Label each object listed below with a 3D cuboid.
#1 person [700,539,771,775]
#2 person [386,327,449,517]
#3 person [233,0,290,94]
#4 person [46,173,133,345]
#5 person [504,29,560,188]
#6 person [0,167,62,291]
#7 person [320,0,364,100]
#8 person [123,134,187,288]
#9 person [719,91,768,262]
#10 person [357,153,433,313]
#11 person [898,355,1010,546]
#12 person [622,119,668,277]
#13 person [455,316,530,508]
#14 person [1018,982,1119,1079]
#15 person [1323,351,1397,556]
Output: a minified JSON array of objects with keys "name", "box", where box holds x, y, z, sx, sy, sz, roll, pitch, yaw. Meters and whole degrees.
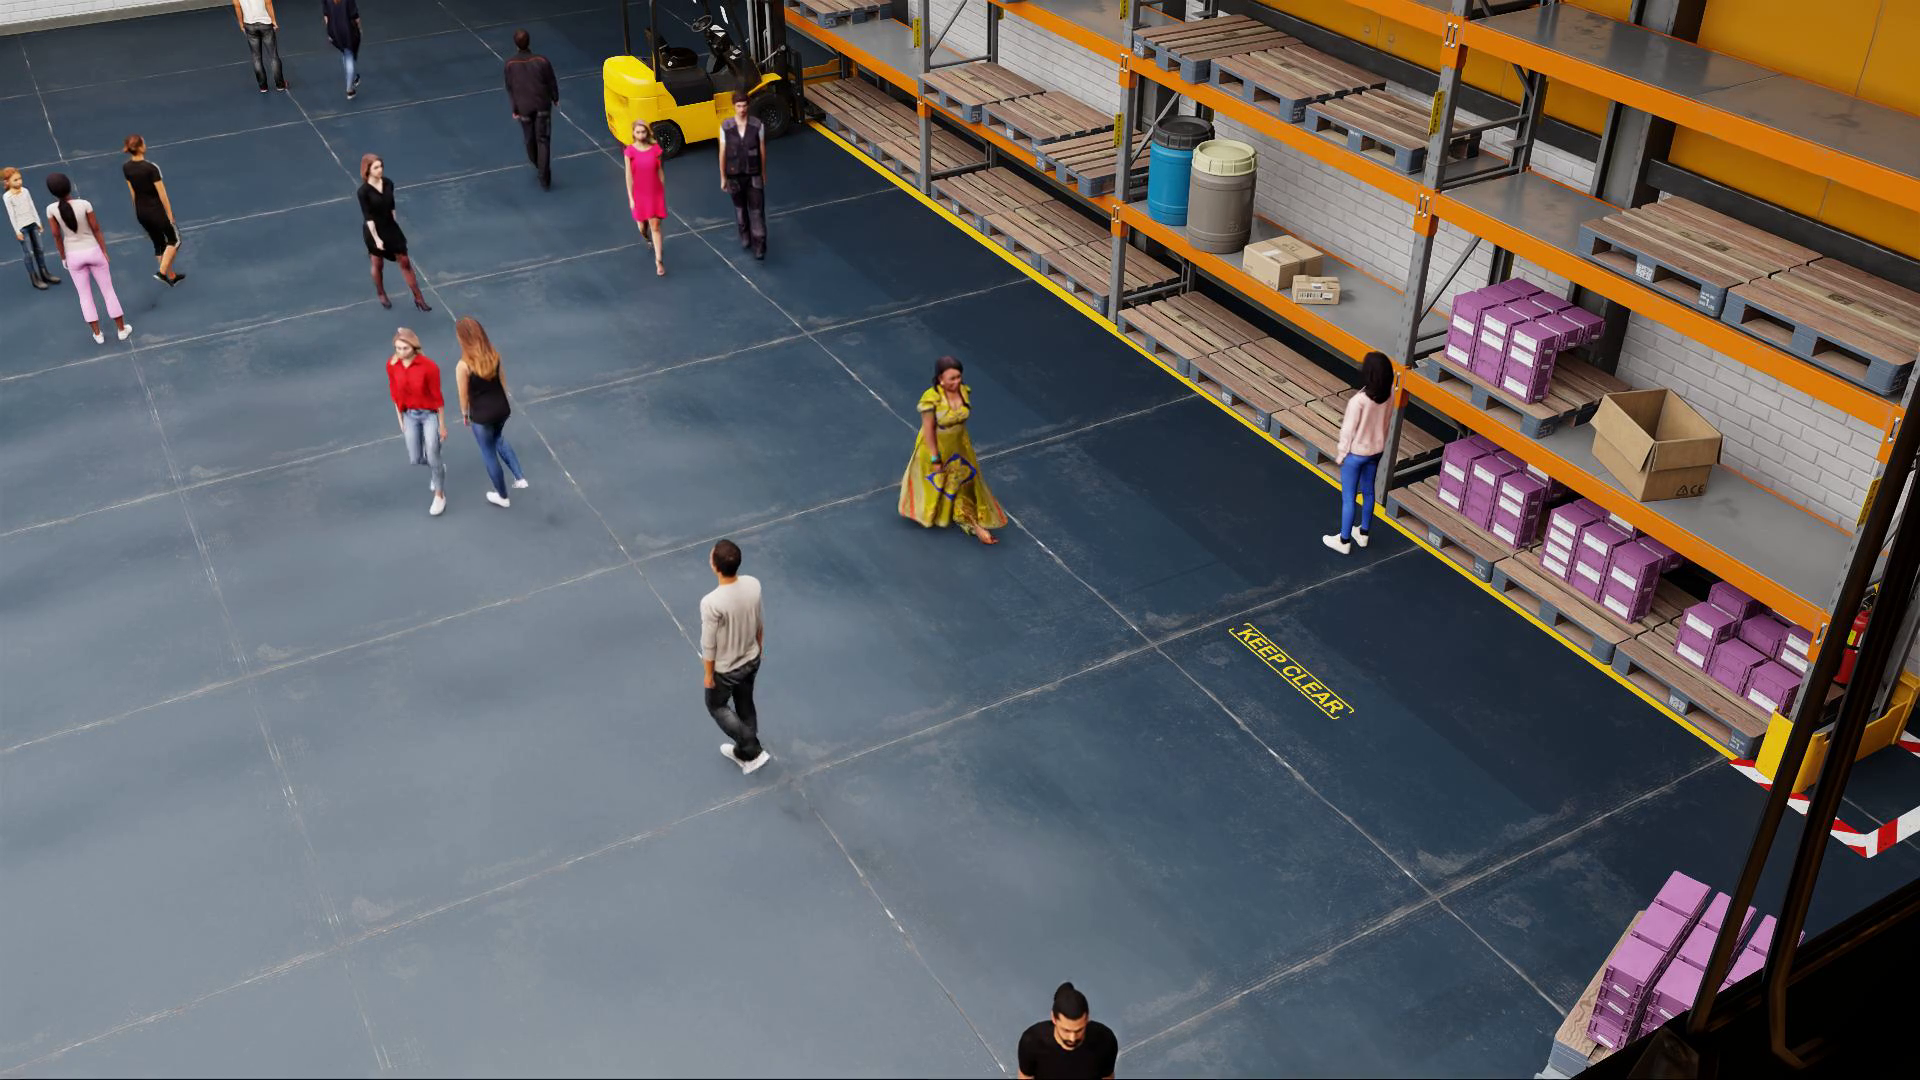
[{"name":"person","box":[-1.415,0.819,10.824,0.842,1.805,0.785,27,42,34]},{"name":"person","box":[-4.392,-1.027,13.703,0.801,1.692,0.866,3,34,5]},{"name":"person","box":[-9.552,-7.017,22.613,0.696,1.805,0.643,-7,34,-10]},{"name":"person","box":[-8.561,-2.764,16.271,0.601,1.742,0.558,-12,36,-18]},{"name":"person","box":[-5.046,-5.070,19.703,1.048,1.783,1.283,-3,34,-5]},{"name":"person","box":[-9.796,-3.271,17.423,0.600,1.312,0.547,12,36,18]},{"name":"person","box":[-8.306,-6.768,22.379,0.907,1.648,1.091,-2,34,-3]},{"name":"person","box":[-8.406,-3.369,17.258,0.817,1.657,0.884,7,34,11]},{"name":"person","box":[-2.351,-3.980,18.043,0.969,1.807,1.226,-3,34,-4]},{"name":"person","box":[-5.916,-3.104,16.845,1.056,1.673,0.834,23,40,30]},{"name":"person","box":[-0.190,-0.747,13.360,0.918,1.605,1.289,-25,41,-33]},{"name":"person","box":[-3.338,-3.704,17.729,0.732,1.695,1.021,-9,35,-13]},{"name":"person","box":[-3.829,-1.016,13.669,0.733,1.711,0.687,22,40,30]},{"name":"person","box":[0.502,2.756,7.953,0.701,1.756,0.694,-2,34,-3]},{"name":"person","box":[3.187,-0.693,13.130,0.631,1.770,0.525,-18,38,-25]}]
